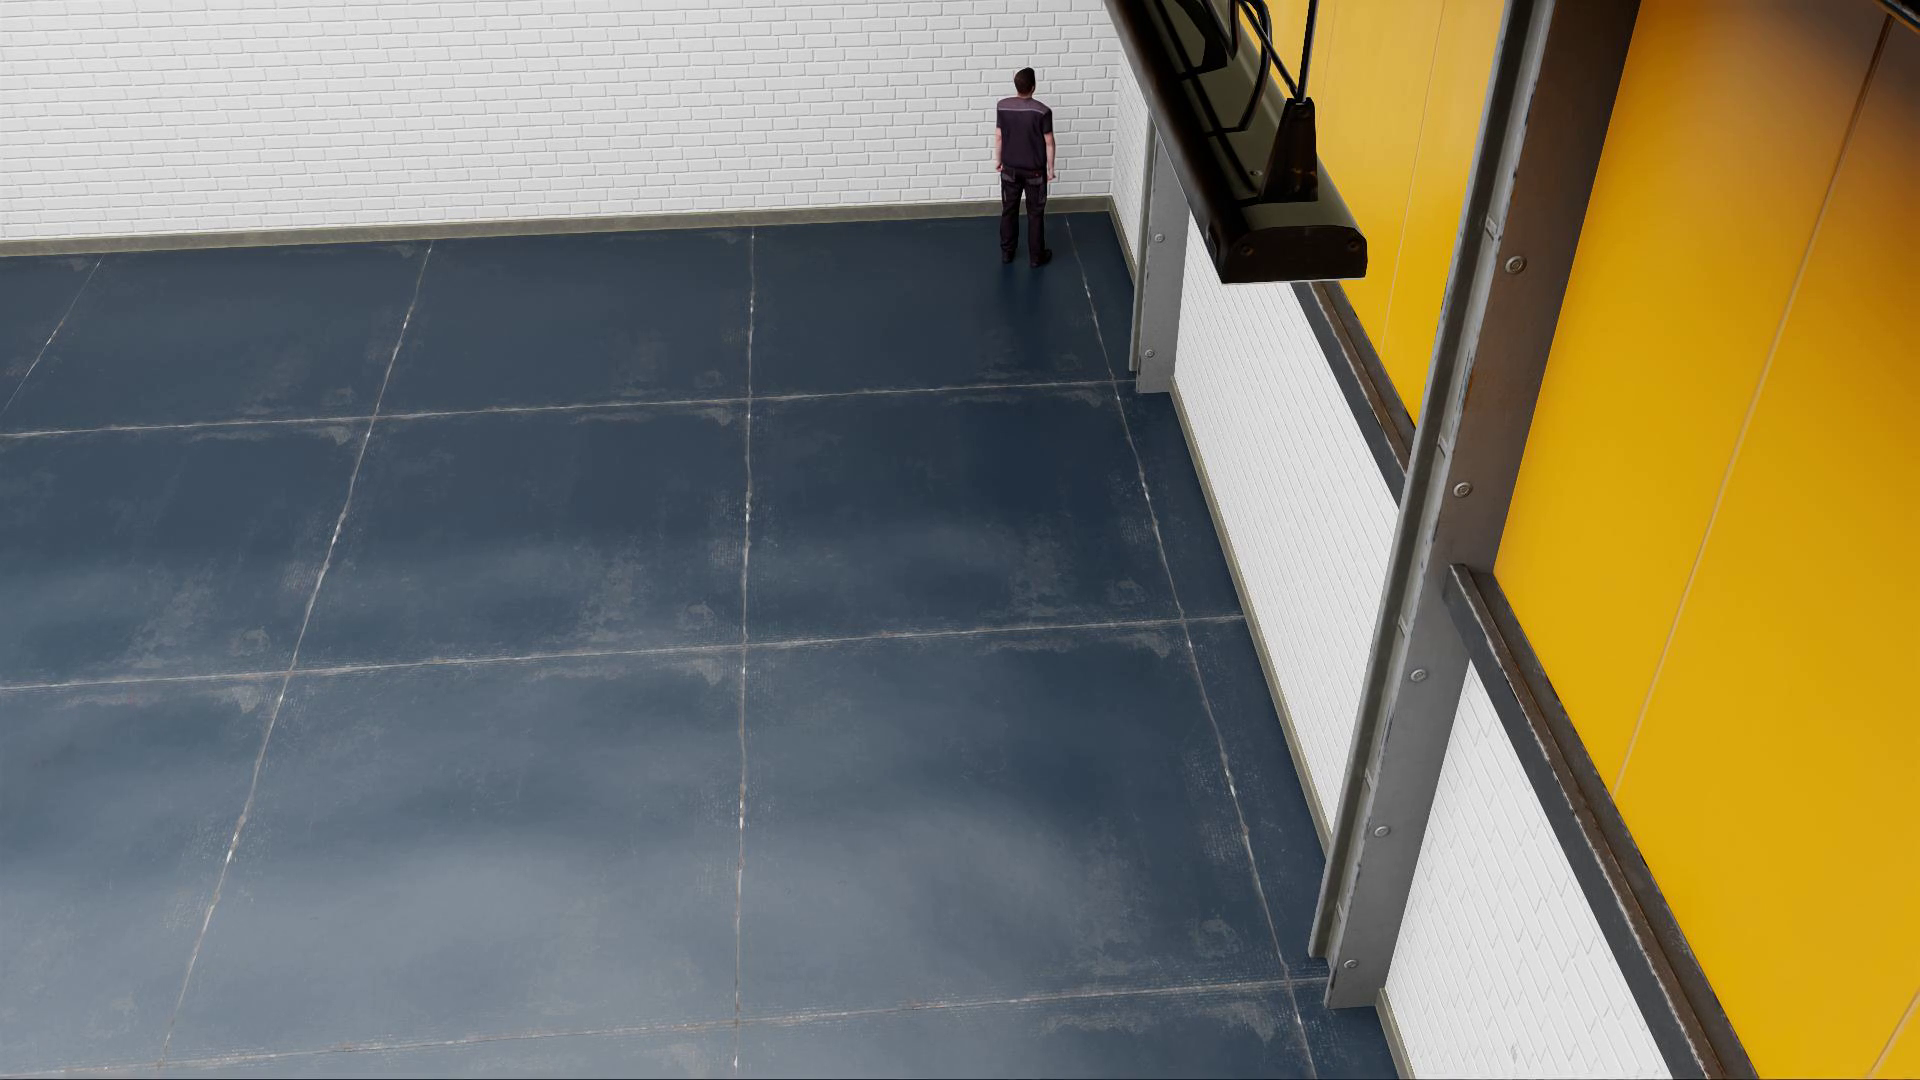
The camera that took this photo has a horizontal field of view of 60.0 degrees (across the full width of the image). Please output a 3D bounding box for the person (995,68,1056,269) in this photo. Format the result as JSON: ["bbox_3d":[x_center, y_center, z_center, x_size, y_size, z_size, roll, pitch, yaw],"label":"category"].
[{"bbox_3d":[0.573,-3.308,14.778,0.800,1.845,0.766,14,41,16],"label":"person"}]
